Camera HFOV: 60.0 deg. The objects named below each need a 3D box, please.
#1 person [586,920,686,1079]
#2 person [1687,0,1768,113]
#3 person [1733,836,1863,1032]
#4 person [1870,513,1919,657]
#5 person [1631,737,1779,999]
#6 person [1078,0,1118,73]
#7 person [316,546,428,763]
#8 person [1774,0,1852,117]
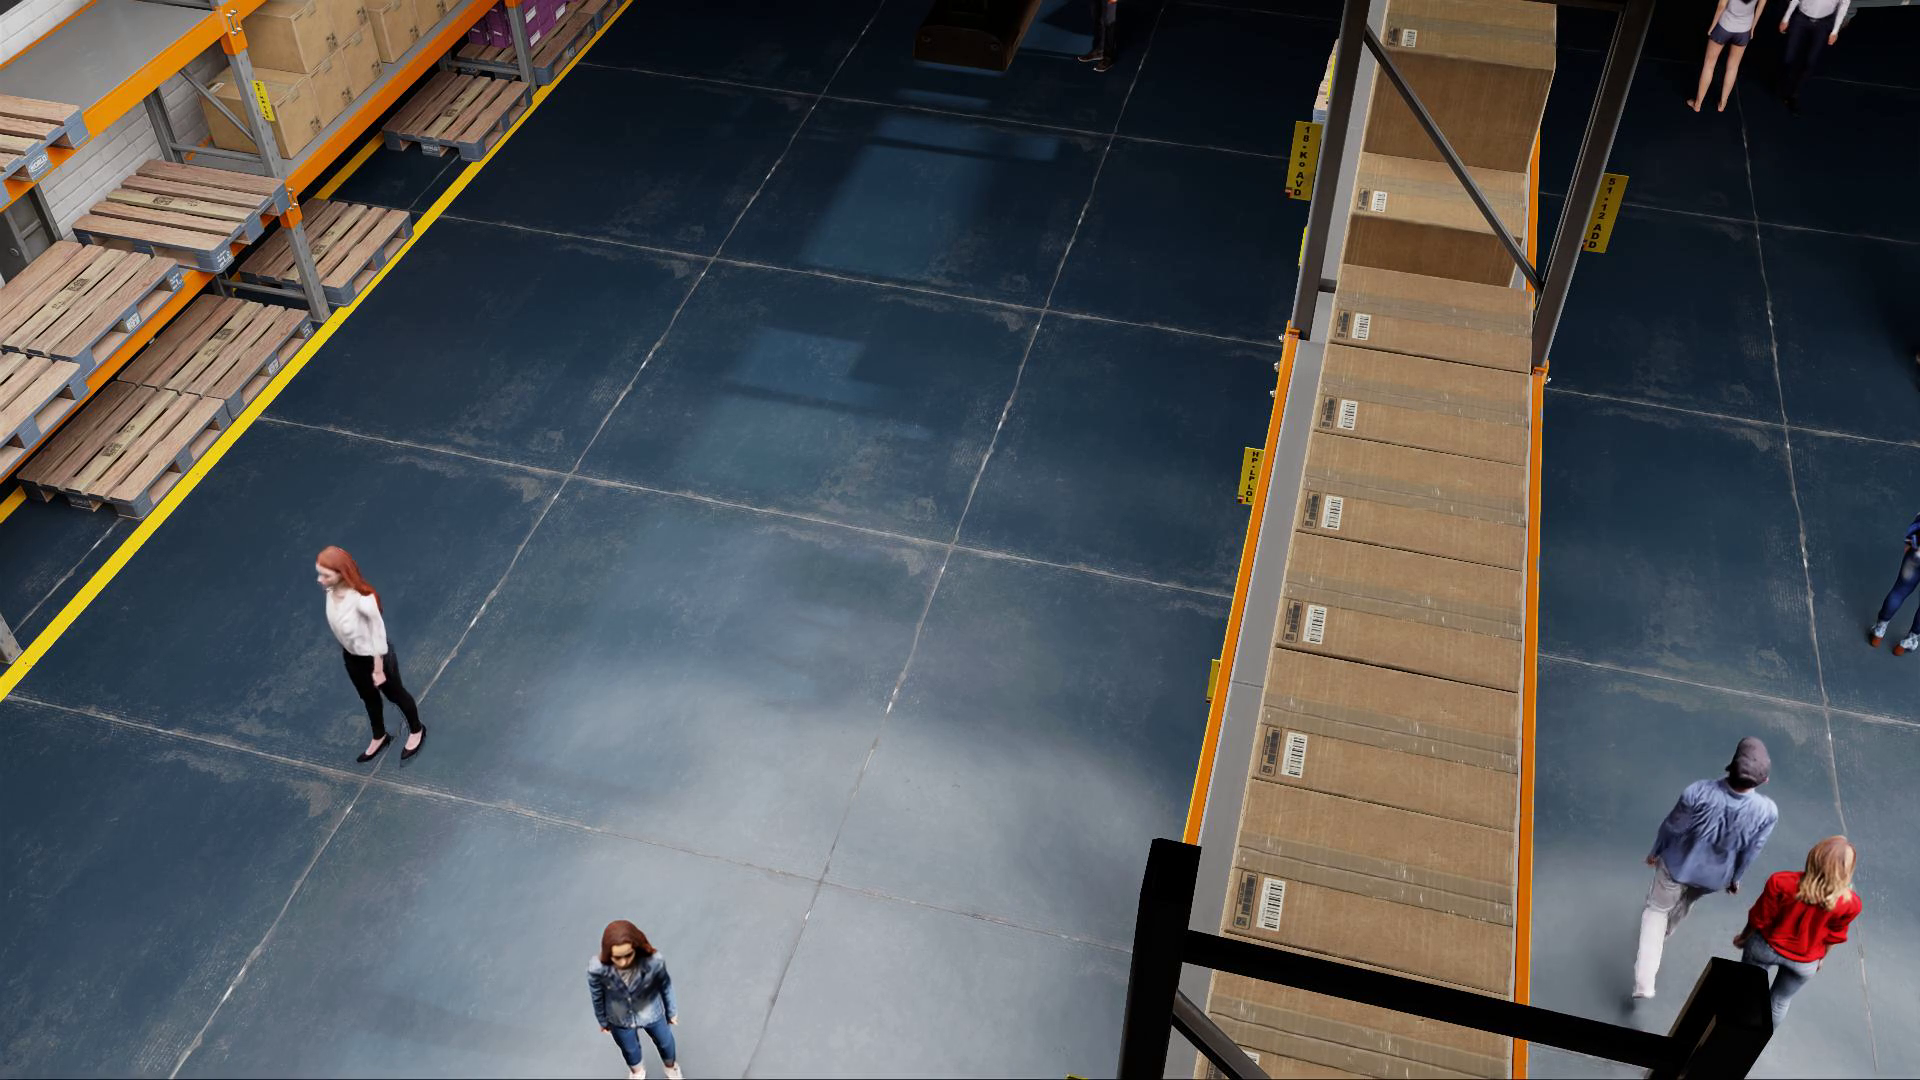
[{"bbox_3d":[-1.651,2.395,8.499,0.625,1.477,0.612,-6,44,-6],"label":"person"},{"bbox_3d":[7.448,-4.951,16.044,0.623,1.706,0.561,3,44,4],"label":"person"},{"bbox_3d":[4.272,2.118,8.624,0.644,1.704,0.556,17,46,17],"label":"person"},{"bbox_3d":[6.335,0.117,10.789,0.688,1.616,0.688,31,51,28],"label":"person"},{"bbox_3d":[3.934,1.772,8.870,0.694,1.867,1.064,13,45,14],"label":"person"},{"bbox_3d":[1.465,-5.585,16.663,0.753,1.769,0.705,16,46,16],"label":"person"},{"bbox_3d":[-3.572,0.689,10.084,0.706,1.760,0.752,25,49,24],"label":"person"},{"bbox_3d":[8.203,-5.048,16.038,0.706,1.853,0.759,11,45,11],"label":"person"}]
